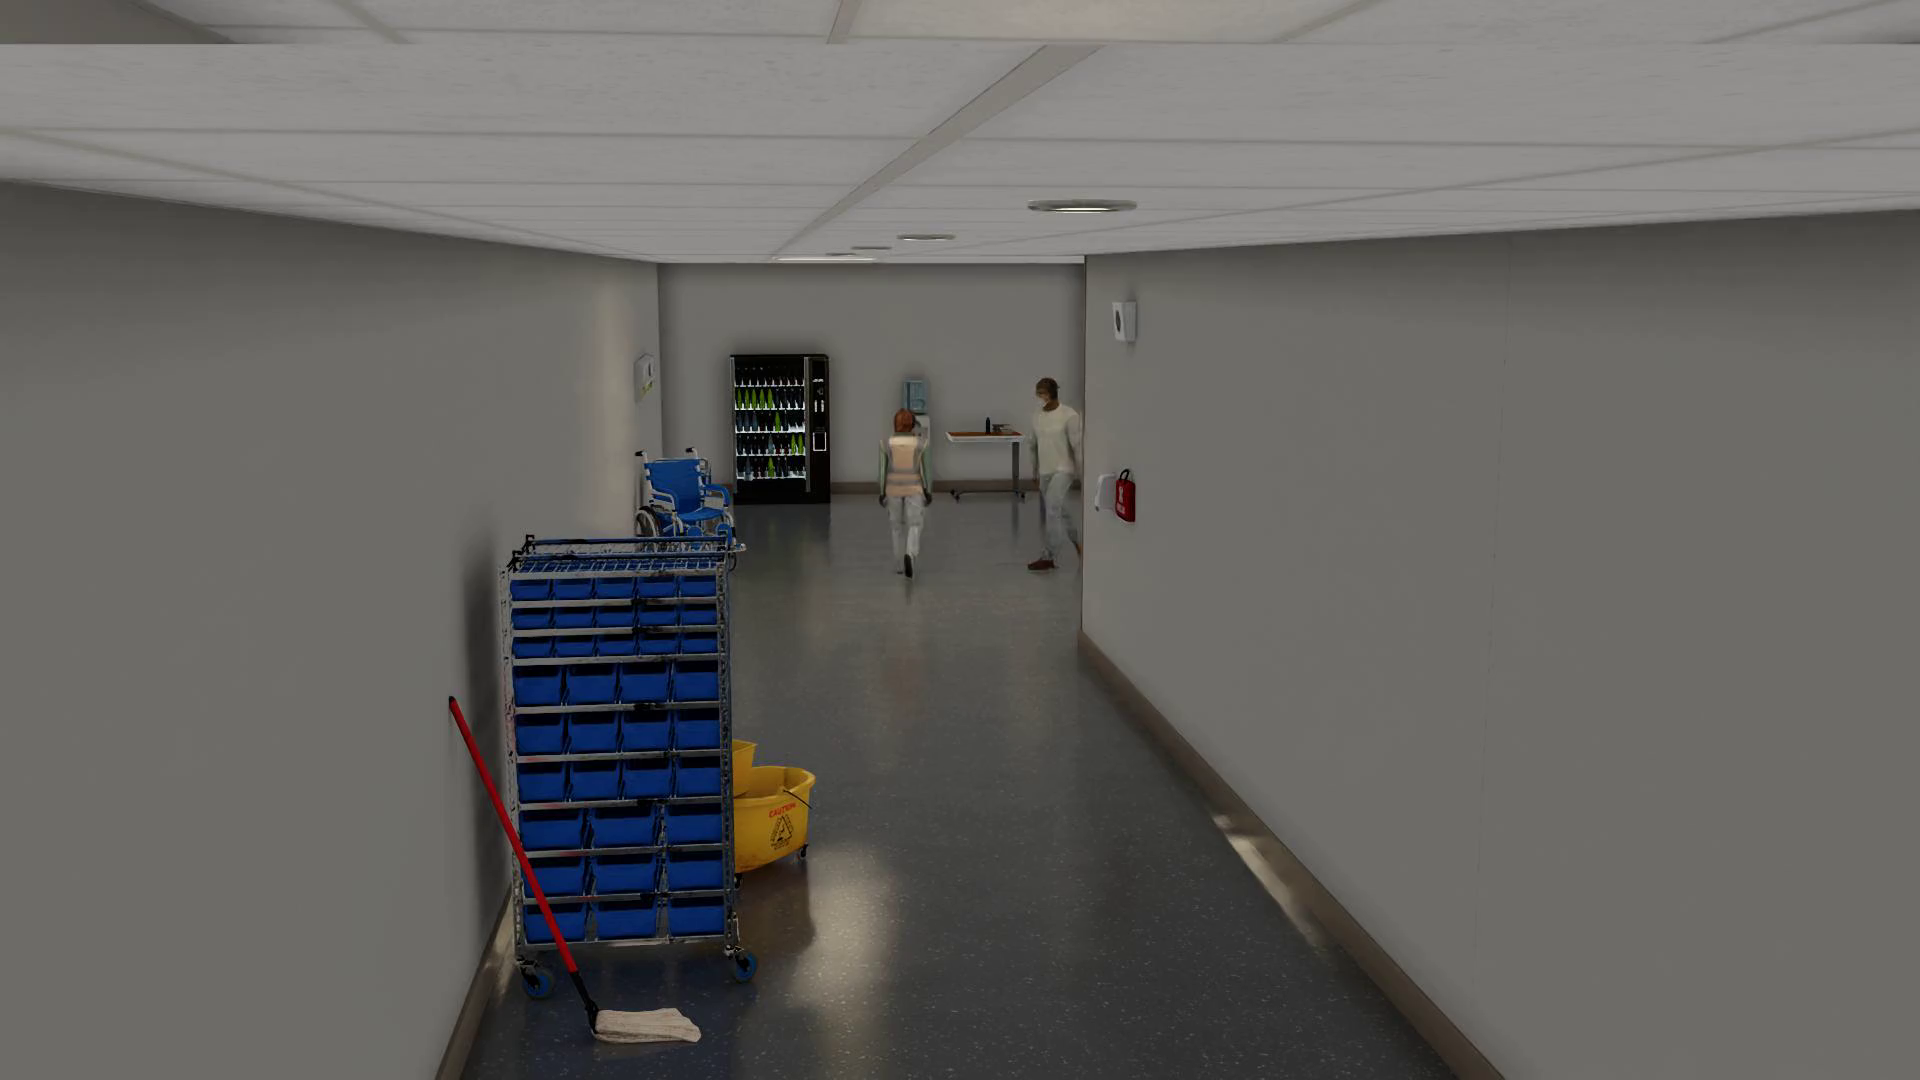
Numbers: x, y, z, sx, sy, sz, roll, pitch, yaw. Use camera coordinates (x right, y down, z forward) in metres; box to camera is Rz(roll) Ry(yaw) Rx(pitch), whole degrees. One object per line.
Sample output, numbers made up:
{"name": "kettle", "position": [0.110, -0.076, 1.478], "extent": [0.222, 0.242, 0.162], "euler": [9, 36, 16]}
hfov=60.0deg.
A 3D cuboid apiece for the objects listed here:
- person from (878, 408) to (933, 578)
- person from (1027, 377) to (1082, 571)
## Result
{"name": "person", "position": [-0.526, -0.438, 15.785], "extent": [0.523, 1.620, 0.668], "euler": [1, 9, 5]}
{"name": "person", "position": [1.005, -0.673, 16.412], "extent": [0.912, 1.898, 0.668], "euler": [-9, 13, -43]}
